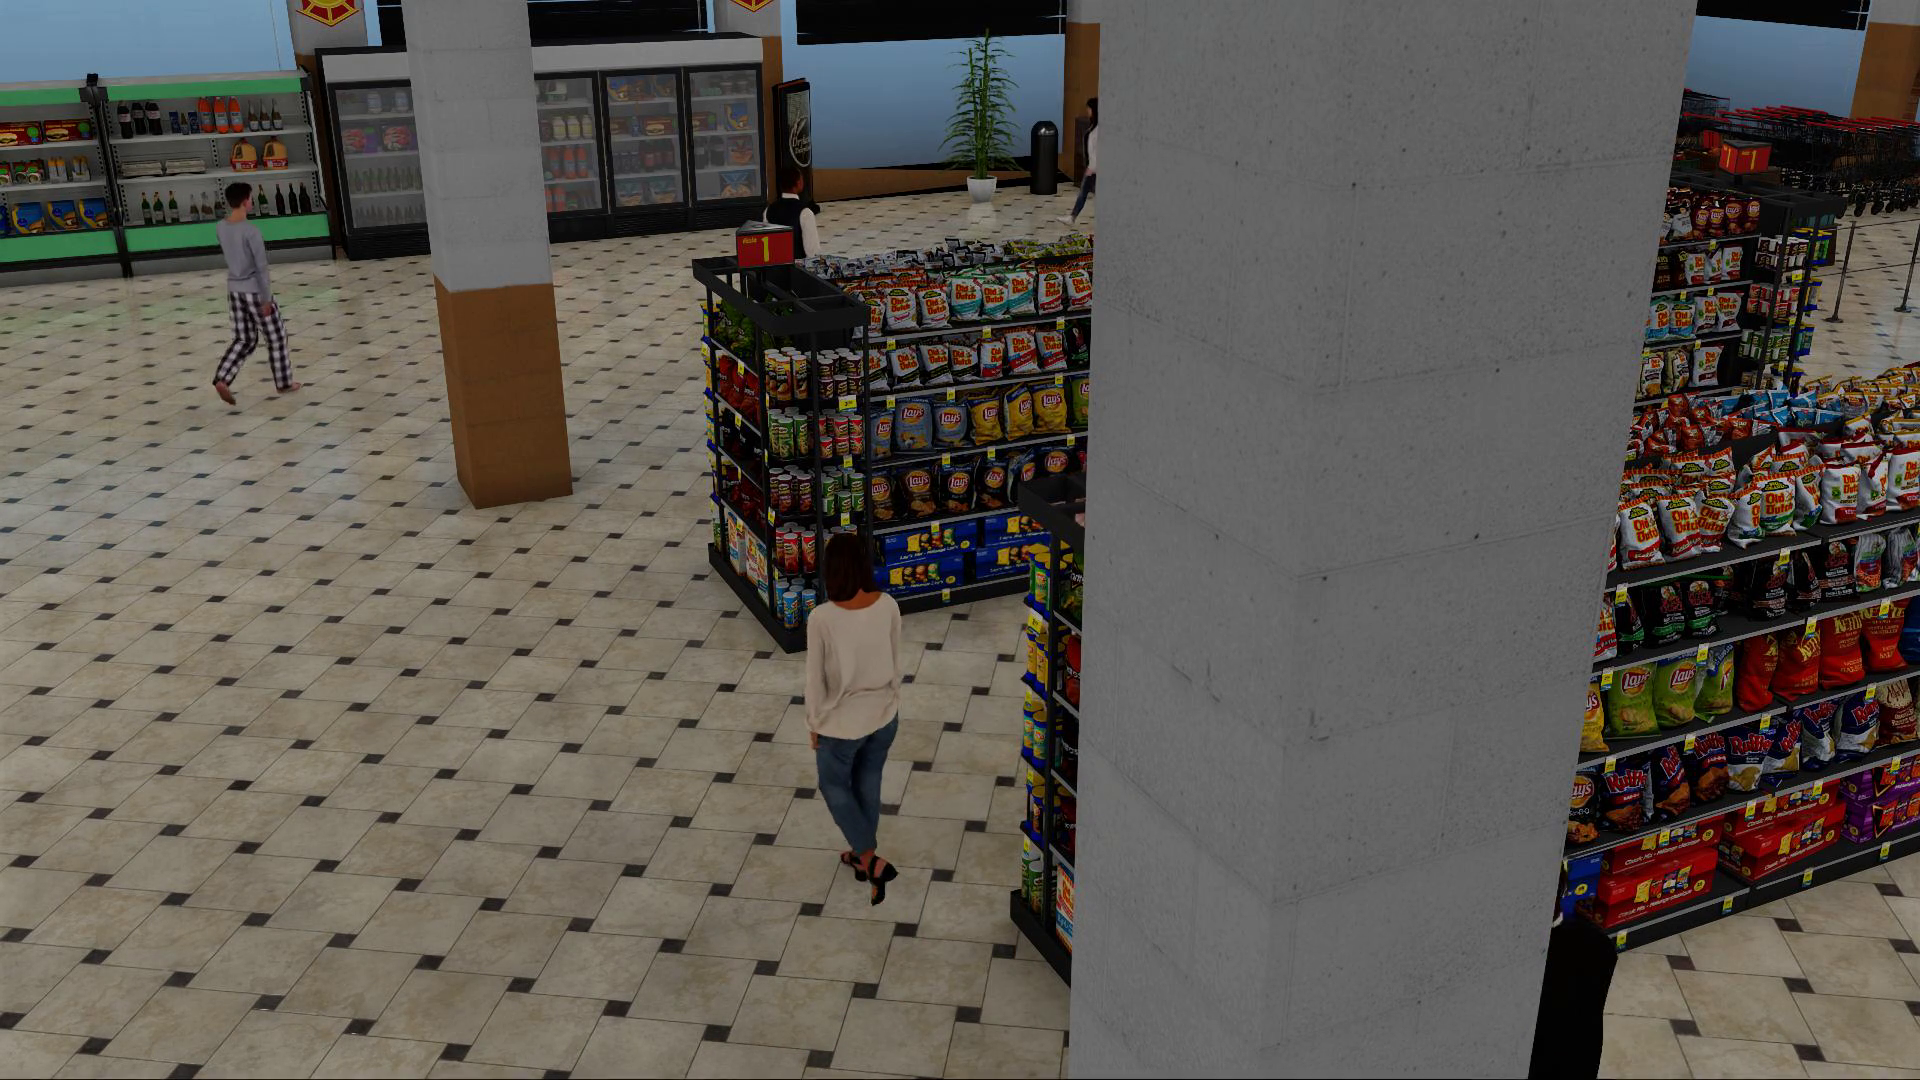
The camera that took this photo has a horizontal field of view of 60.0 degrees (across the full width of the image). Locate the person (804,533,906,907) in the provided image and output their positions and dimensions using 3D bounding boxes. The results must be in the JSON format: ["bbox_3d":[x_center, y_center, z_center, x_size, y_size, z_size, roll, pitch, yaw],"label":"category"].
[{"bbox_3d":[-0.409,0.794,7.017,0.788,1.663,0.683,-10,24,-24],"label":"person"}]

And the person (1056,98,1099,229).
[{"bbox_3d":[1.778,-4.617,20.576,1.036,1.595,0.670,-8,23,-19],"label":"person"}]

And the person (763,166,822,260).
[{"bbox_3d":[-1.423,-2.220,14.175,0.779,1.919,0.800,12,25,26],"label":"person"}]

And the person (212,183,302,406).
[{"bbox_3d":[-5.954,-2.016,13.798,1.067,1.821,1.115,8,23,18],"label":"person"}]

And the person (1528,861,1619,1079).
[{"bbox_3d":[1.567,1.703,4.482,0.759,1.866,0.971,-11,25,-26],"label":"person"}]
